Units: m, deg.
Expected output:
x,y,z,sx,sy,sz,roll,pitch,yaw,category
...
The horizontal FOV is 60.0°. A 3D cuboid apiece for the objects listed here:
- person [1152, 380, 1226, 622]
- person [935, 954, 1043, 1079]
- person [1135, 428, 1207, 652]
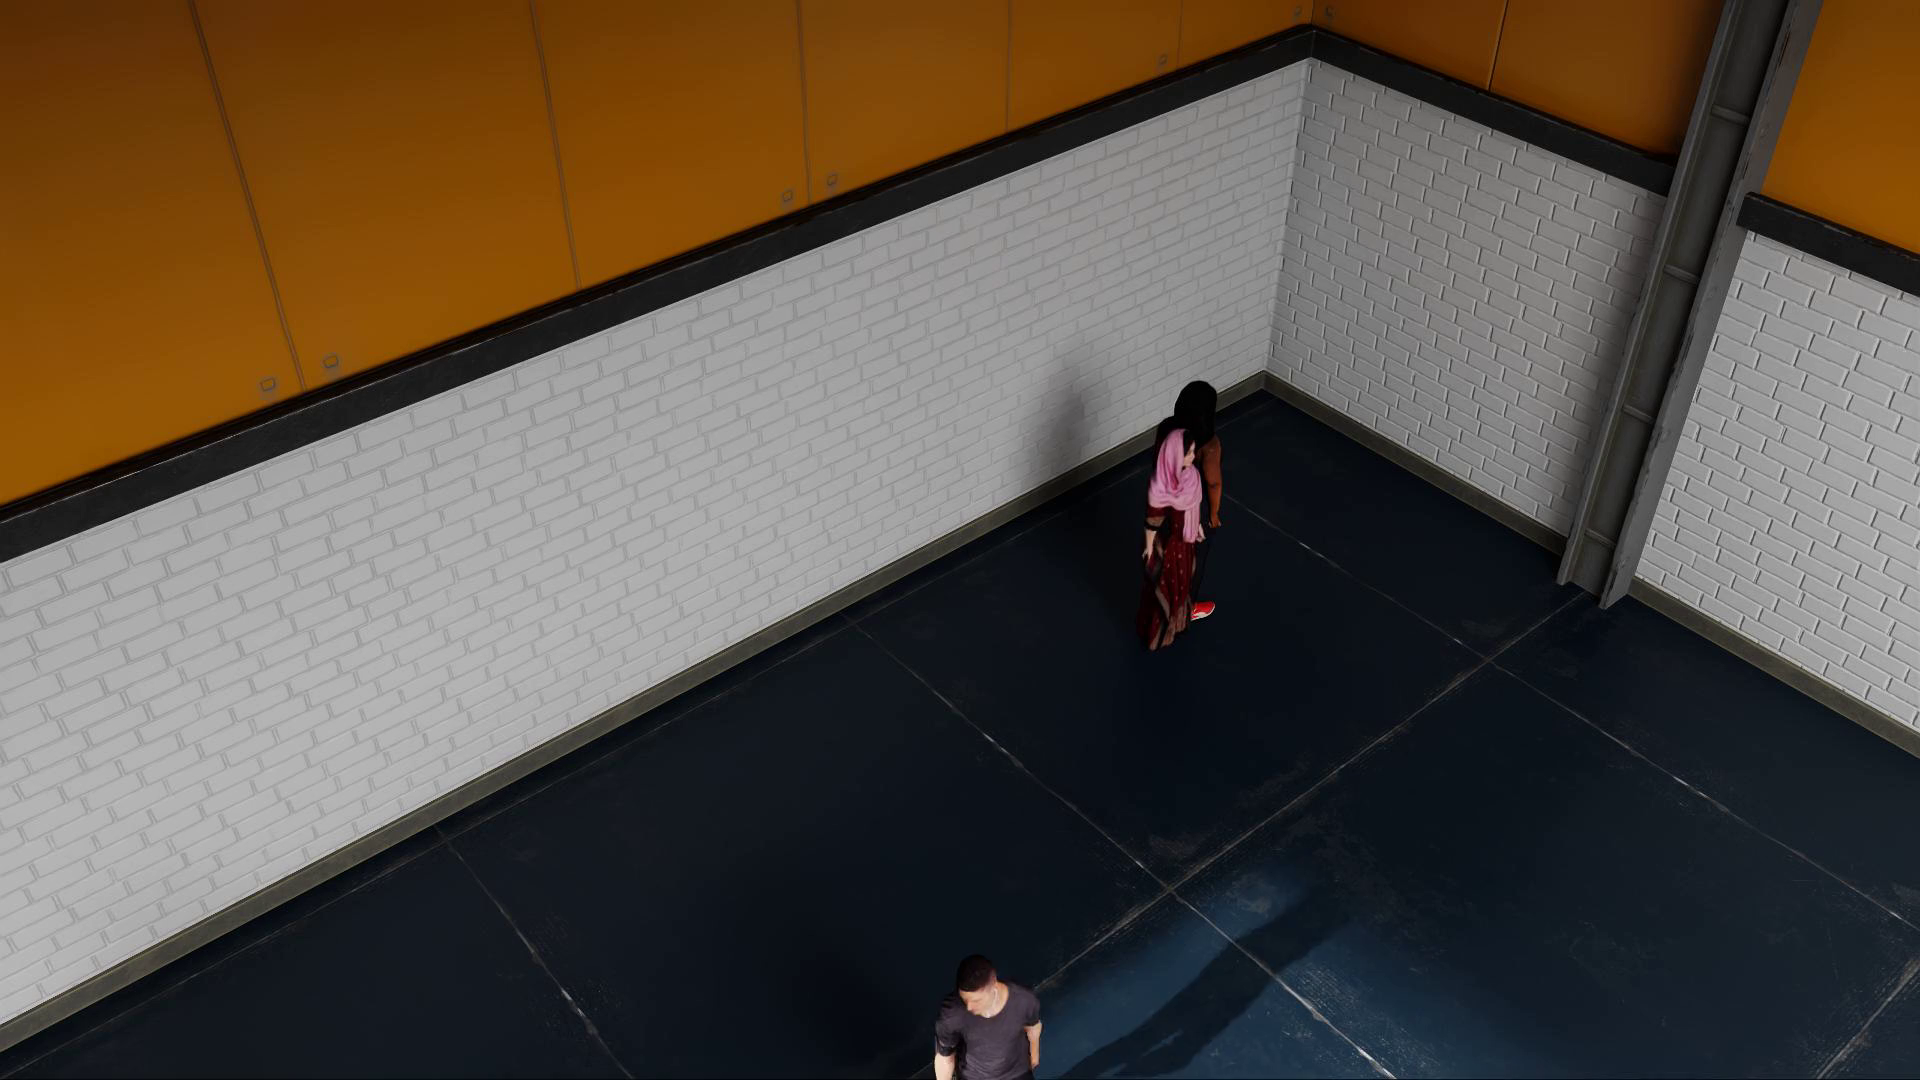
x,y,z,sx,sy,sz,roll,pitch,yaw,category
1.475,-0.264,10.875,0.573,1.816,0.762,31,48,33,person
0.157,2.377,7.640,0.810,1.725,0.831,-12,40,-14,person
1.333,-0.043,10.743,0.707,1.635,0.671,-31,48,-33,person
